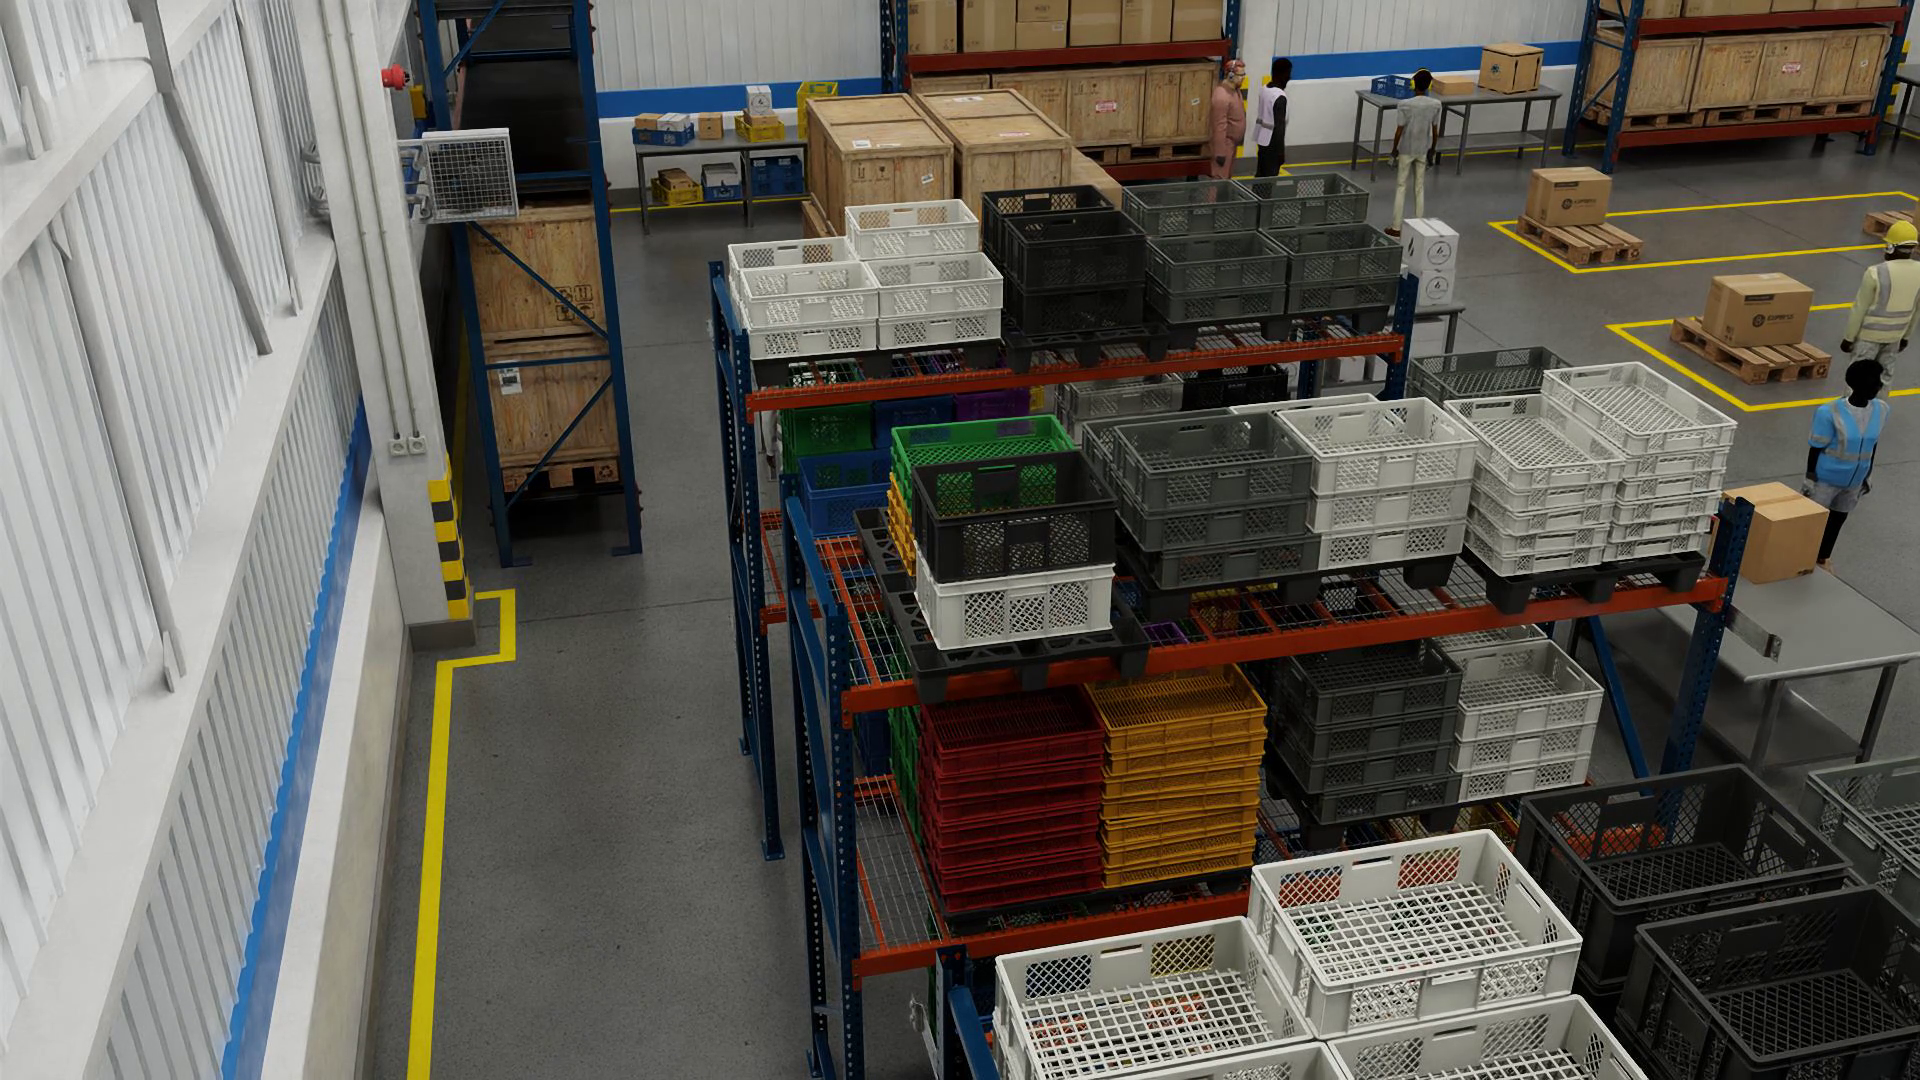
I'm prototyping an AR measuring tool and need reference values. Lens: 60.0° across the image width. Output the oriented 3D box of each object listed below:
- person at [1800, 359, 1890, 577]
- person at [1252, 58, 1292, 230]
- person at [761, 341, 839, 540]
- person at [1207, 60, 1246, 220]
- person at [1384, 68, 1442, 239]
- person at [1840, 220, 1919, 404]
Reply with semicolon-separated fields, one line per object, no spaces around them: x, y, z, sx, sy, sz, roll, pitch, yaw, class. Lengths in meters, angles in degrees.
5.971;-0.434;11.317;0.539;1.700;0.317;-5;28;-9;person
3.490;-4.439;18.690;0.391;1.914;0.588;-6;28;-11;person
-1.064;-0.630;11.494;0.584;1.882;0.339;3;28;6;person
3.004;-4.438;18.713;0.400;1.896;0.647;10;29;18;person
5.012;-4.276;18.428;0.531;1.870;0.316;-2;28;-5;person
7.512;-1.706;13.603;0.589;1.823;0.403;-4;28;-8;person
